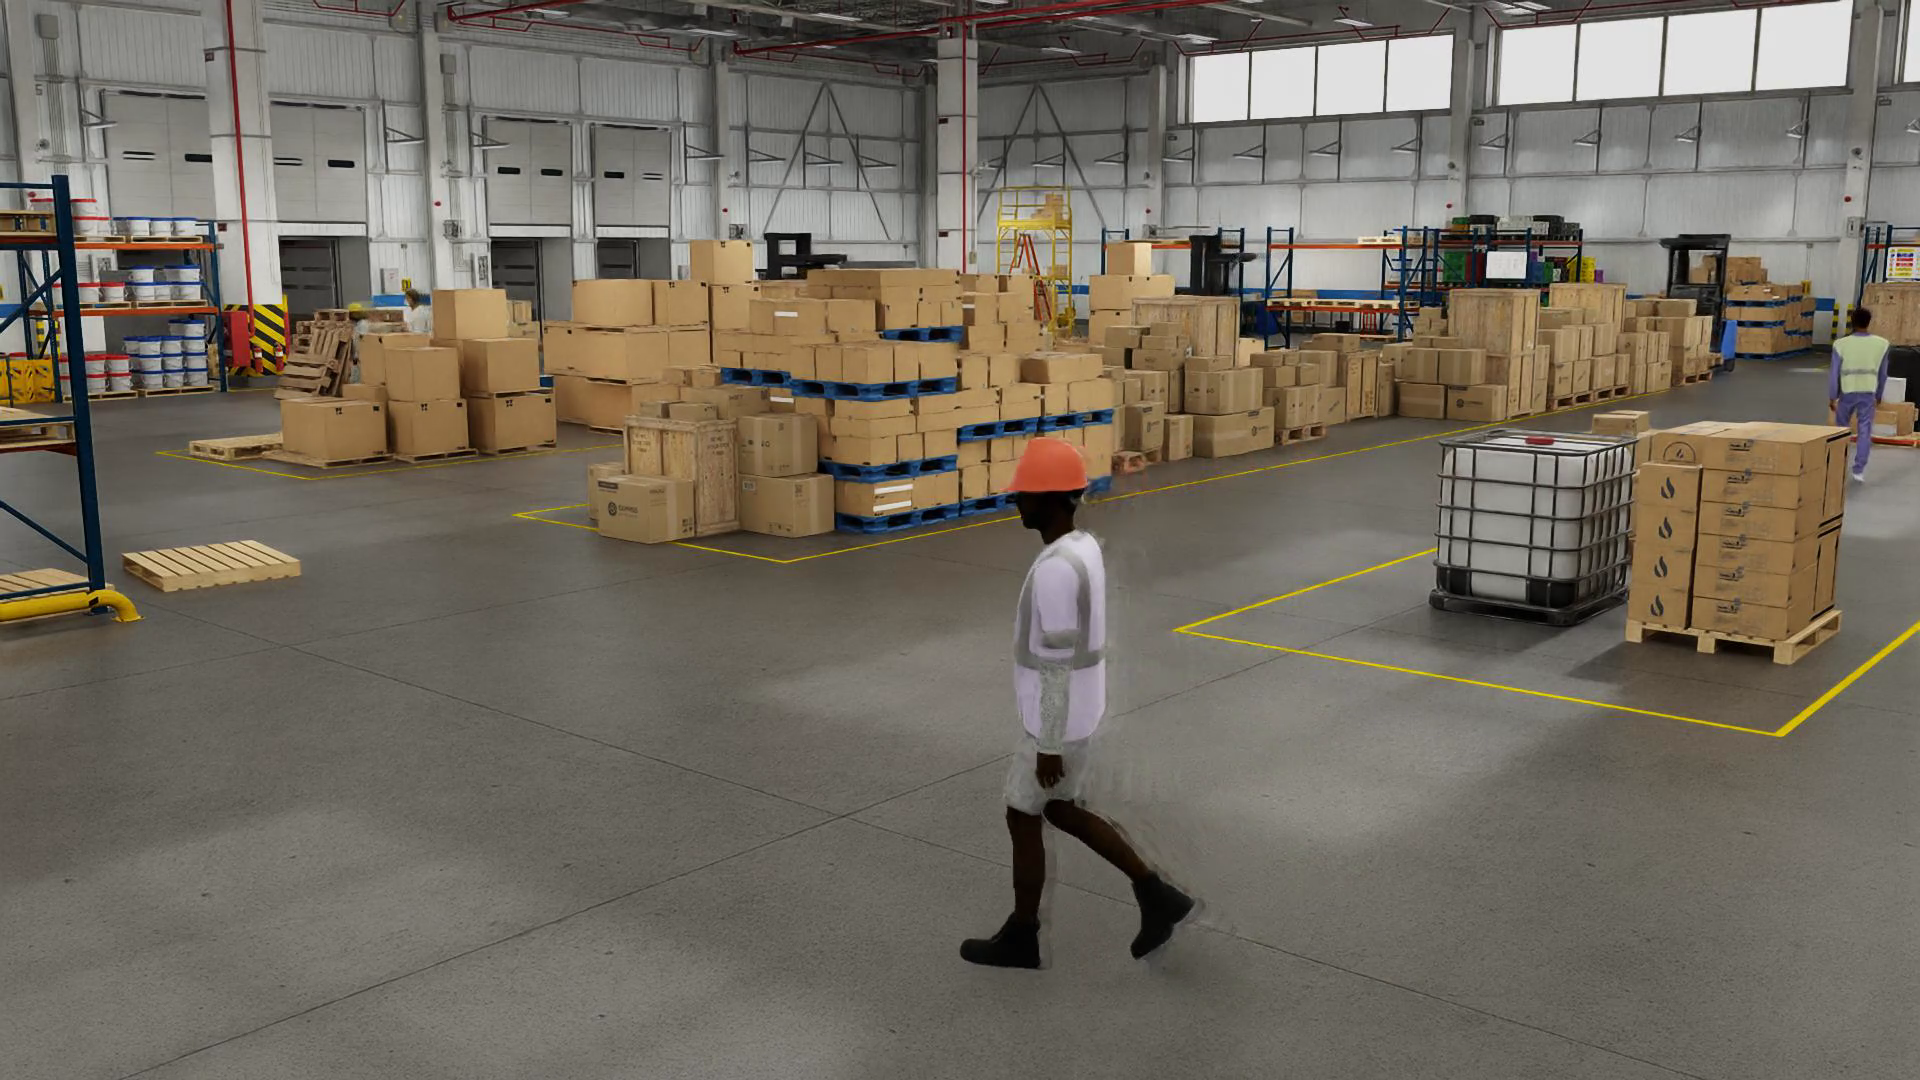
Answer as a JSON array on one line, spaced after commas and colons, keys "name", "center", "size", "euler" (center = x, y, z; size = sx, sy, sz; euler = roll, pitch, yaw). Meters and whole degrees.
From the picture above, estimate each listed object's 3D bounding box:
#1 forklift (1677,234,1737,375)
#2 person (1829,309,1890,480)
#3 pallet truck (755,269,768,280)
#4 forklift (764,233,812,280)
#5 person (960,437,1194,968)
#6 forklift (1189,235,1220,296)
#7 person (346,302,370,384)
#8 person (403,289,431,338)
[{"name": "forklift", "center": [14.932, -4.772, 33.563], "size": [1.129, 2.768, 1.873], "euler": [8, 13, 40]}, {"name": "person", "center": [9.996, -1.633, 18.565], "size": [0.600, 1.862, 1.033], "euler": [3, 10, 18]}, {"name": "pallet truck", "center": [-4.996, -6.432, 45.525], "size": [1.885, 1.965, 0.823], "euler": [-6, 12, -32]}, {"name": "forklift", "center": [-3.210, -4.351, 31.165], "size": [1.873, 2.768, 1.129], "euler": [8, 13, 40]}, {"name": "person", "center": [0.401, 0.594, 5.777], "size": [0.739, 1.917, 0.545], "euler": [3, 10, 16]}, {"name": "forklift", "center": [5.426, -5.408, 37.182], "size": [1.873, 2.768, 1.129], "euler": [7, 12, 33]}, {"name": "person", "center": [-9.411, -2.866, 26.080], "size": [0.885, 1.693, 0.499], "euler": [-8, 13, -39]}, {"name": "person", "center": [-8.483, -2.911, 25.705], "size": [0.780, 1.912, 0.664], "euler": [-6, 11, -29]}]
